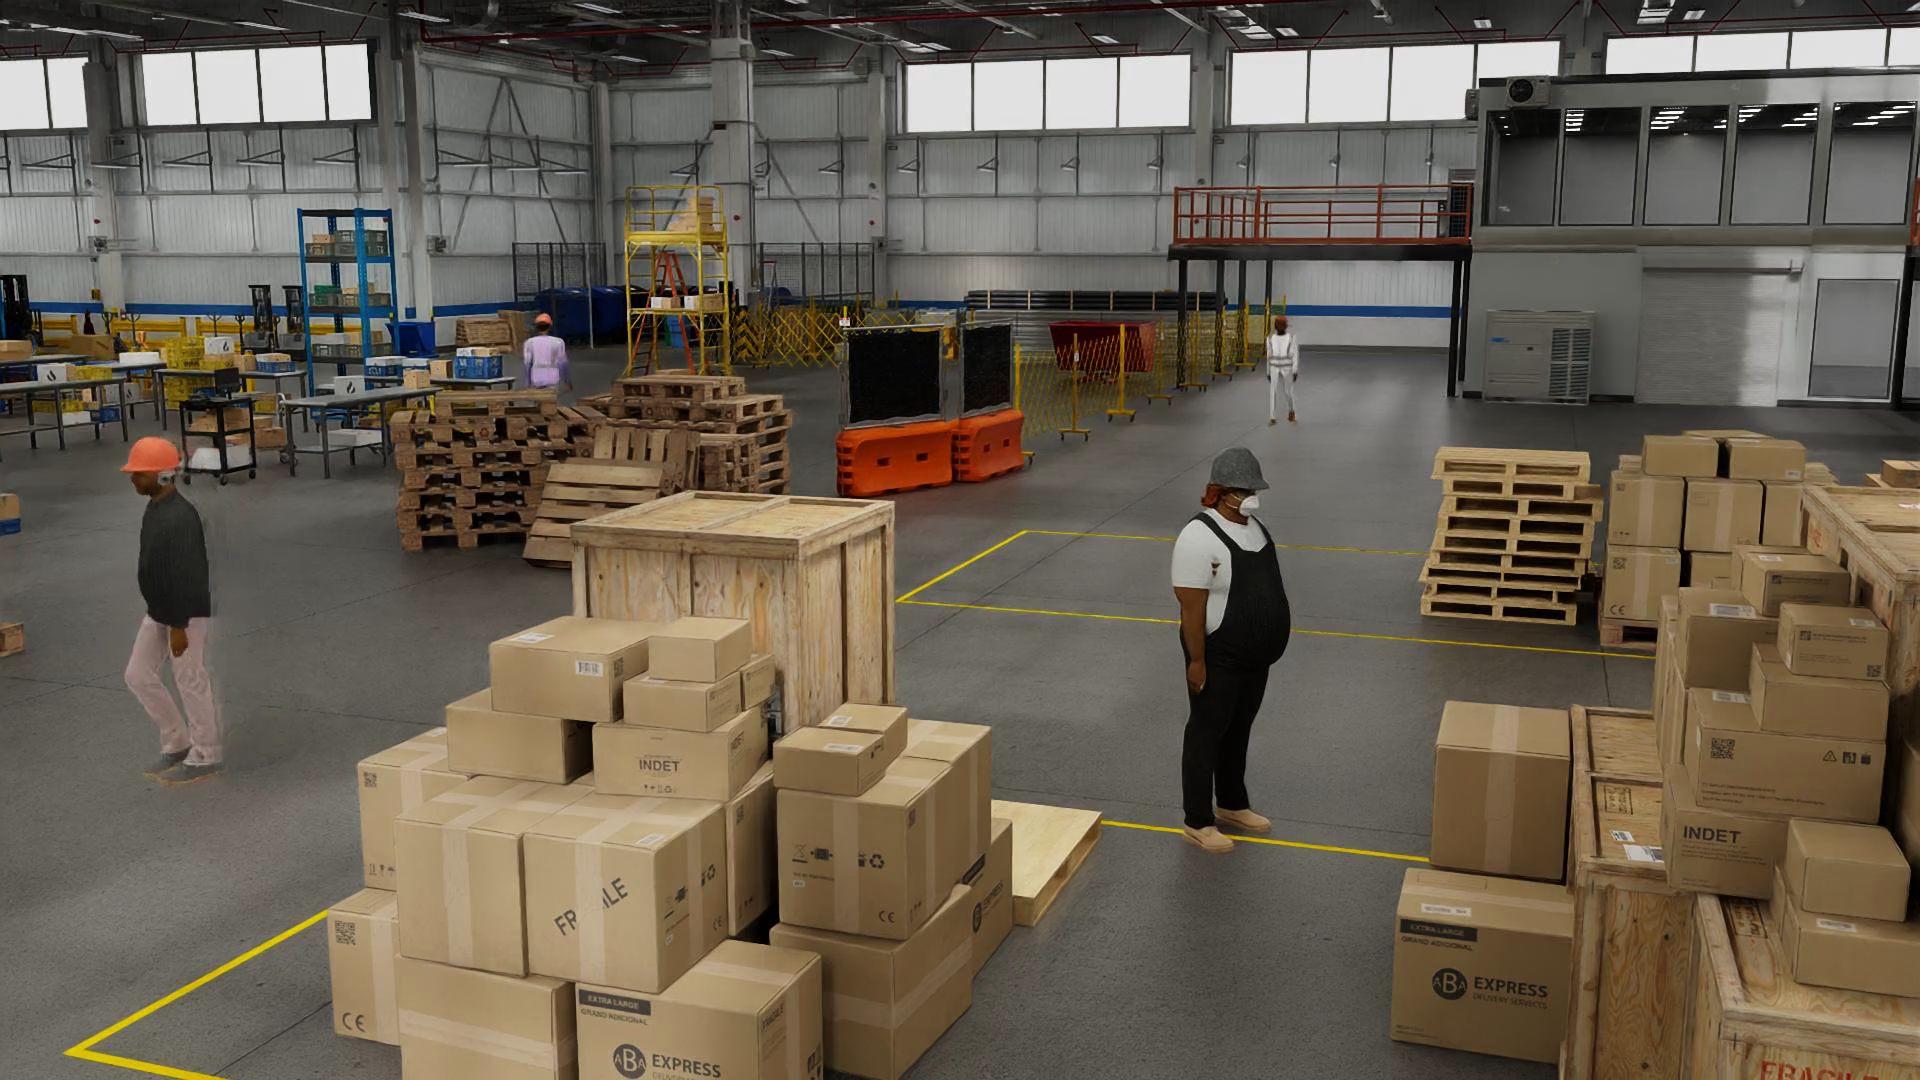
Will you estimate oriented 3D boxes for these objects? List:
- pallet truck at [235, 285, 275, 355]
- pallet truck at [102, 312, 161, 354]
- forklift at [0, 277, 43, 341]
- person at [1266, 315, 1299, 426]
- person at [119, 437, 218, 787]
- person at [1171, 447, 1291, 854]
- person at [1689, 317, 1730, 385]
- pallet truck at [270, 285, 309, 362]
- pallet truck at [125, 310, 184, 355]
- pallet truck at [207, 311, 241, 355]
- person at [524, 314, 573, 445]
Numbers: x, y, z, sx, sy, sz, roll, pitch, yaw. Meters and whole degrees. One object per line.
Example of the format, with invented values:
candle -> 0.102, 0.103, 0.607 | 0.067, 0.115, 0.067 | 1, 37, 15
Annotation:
pallet truck -> -18.327, -5.835, 44.421 | 0.823, 1.965, 1.885 | 4, 11, 23
pallet truck -> -23.057, -5.777, 46.261 | 0.680, 1.201, 1.601 | 3, 11, 19
forklift -> -27.151, -6.329, 46.328 | 1.157, 1.987, 2.680 | 3, 11, 17
person -> 5.465, -2.871, 28.141 | 0.582, 1.860, 0.817 | 5, 11, 26
person -> -4.443, 0.416, 9.258 | 0.516, 1.980, 0.643 | -9, 14, -42
person -> 1.398, 0.539, 8.406 | 0.538, 2.000, 0.689 | 8, 13, 39
person -> 15.650, -4.003, 34.491 | 1.040, 1.849, 0.649 | -1, 10, -3
pallet truck -> -17.147, -5.700, 43.663 | 0.823, 1.965, 1.885 | 3, 11, 17
pallet truck -> -22.038, -5.665, 45.457 | 0.704, 1.261, 1.522 | 3, 11, 17
pallet truck -> -19.537, -5.575, 44.913 | 0.653, 1.274, 1.630 | 3, 11, 19
person -> -6.170, -2.388, 25.004 | 0.645, 1.999, 0.944 | 1, 10, 6
